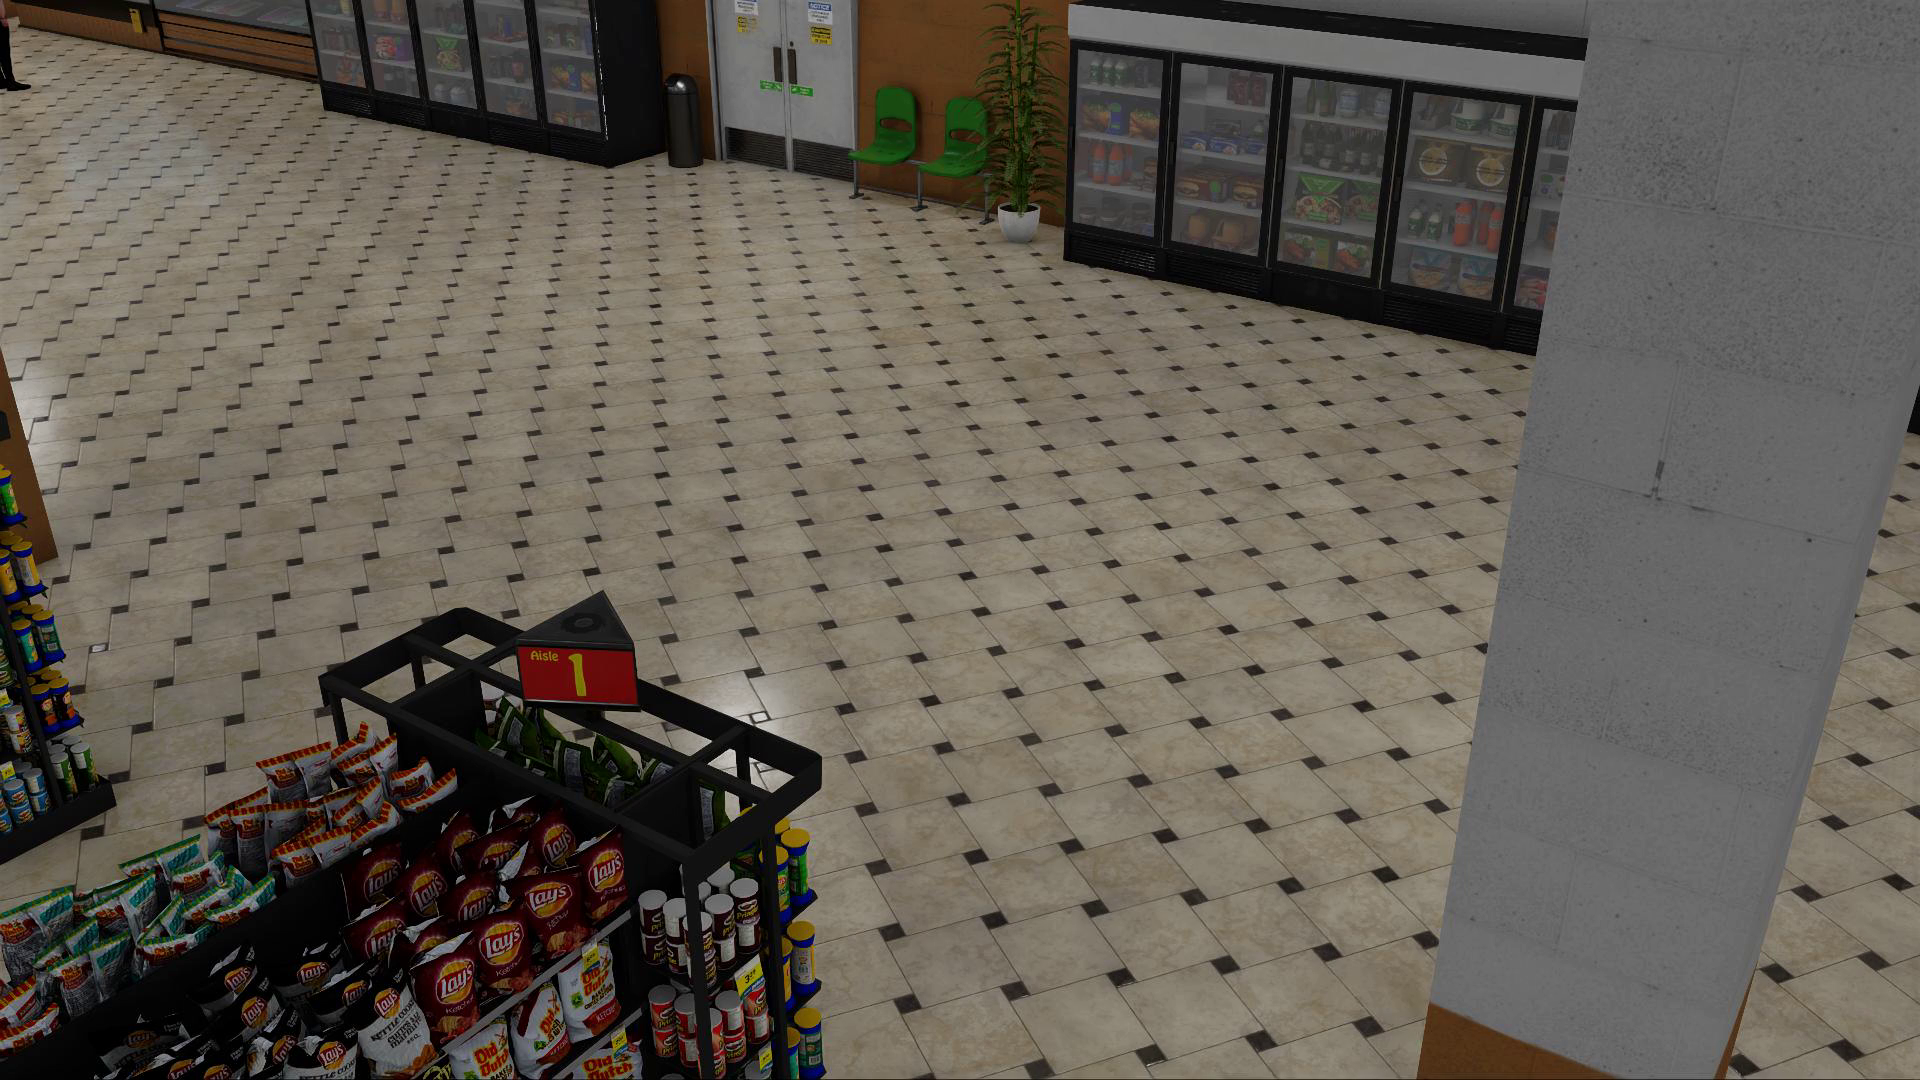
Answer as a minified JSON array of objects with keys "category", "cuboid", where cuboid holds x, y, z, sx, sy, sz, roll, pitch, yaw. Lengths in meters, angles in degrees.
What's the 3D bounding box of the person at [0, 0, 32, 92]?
[{"category":"person","cuboid":[-12.683,-6.855,21.780,0.659,1.864,0.537,17,31,30]}]
